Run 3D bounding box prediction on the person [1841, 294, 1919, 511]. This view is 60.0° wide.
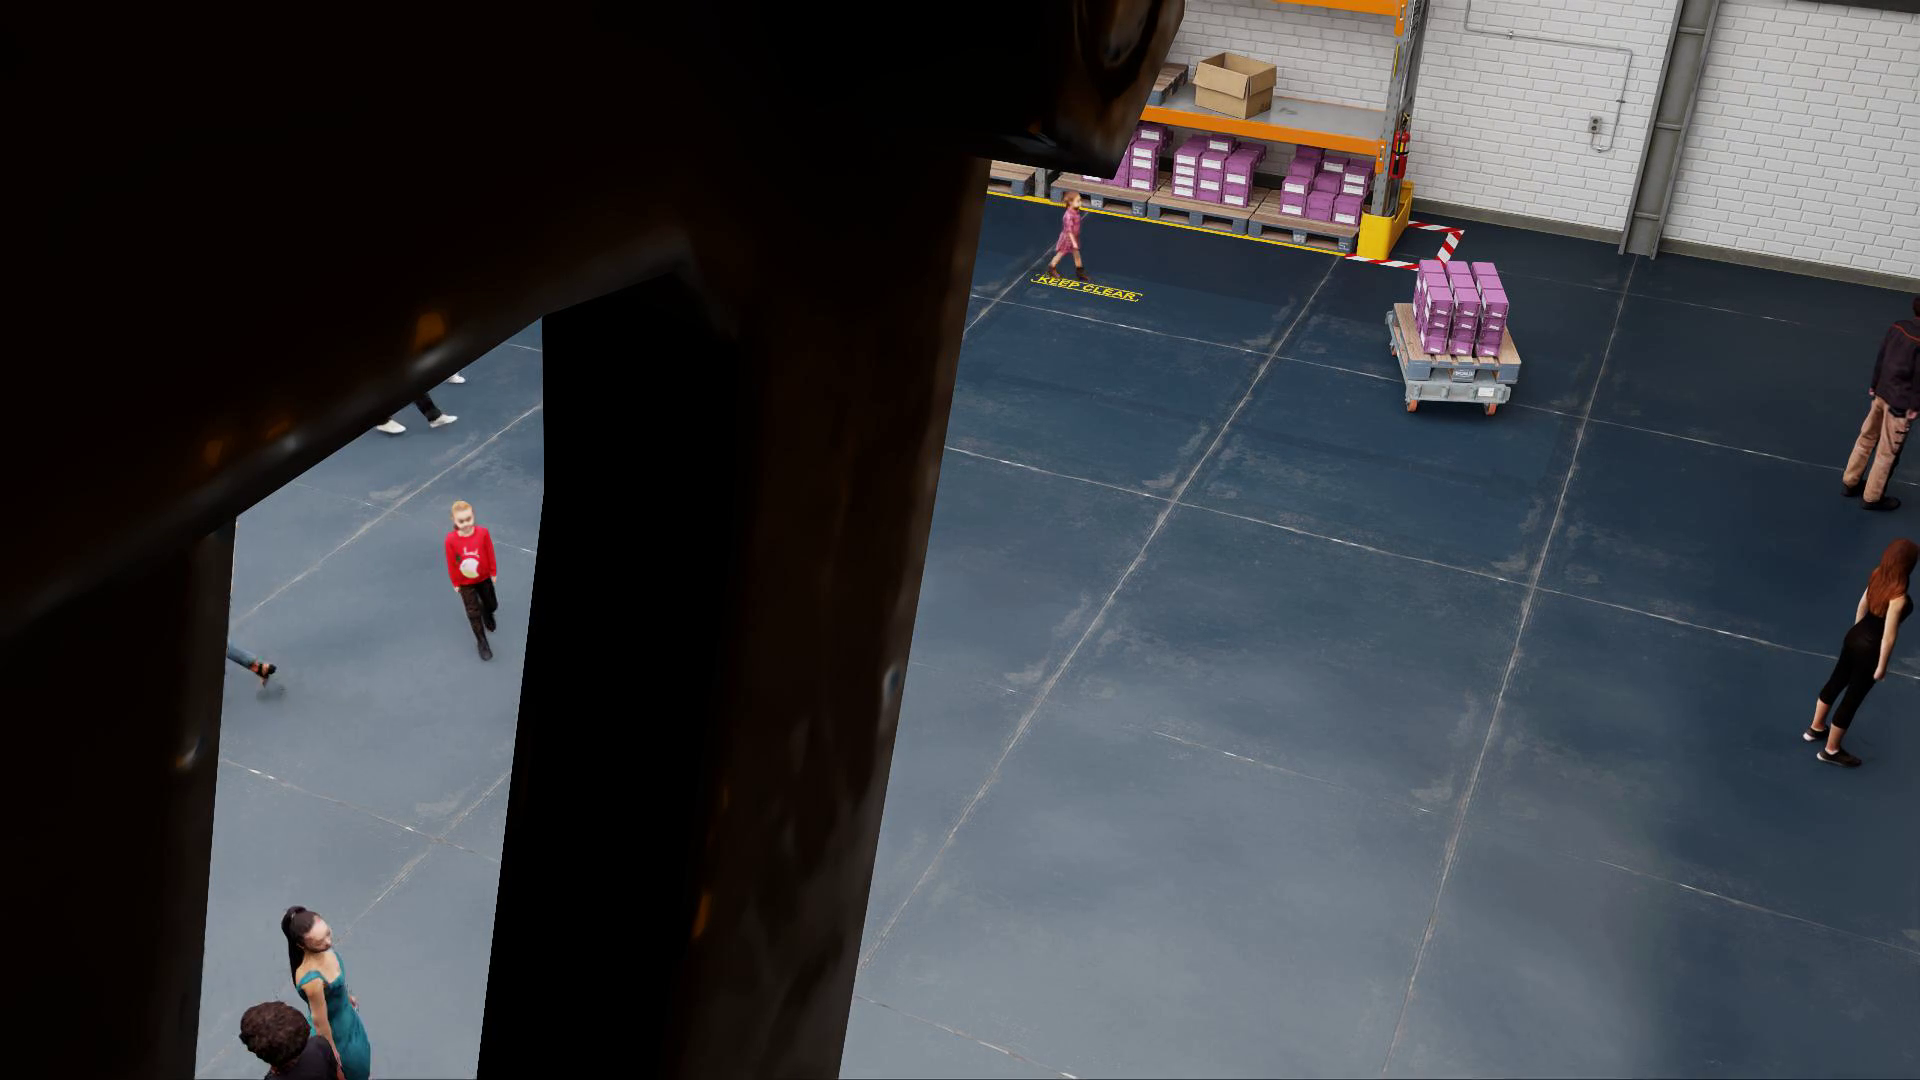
[{"bbox_3d":[7.750,-1.165,13.780,0.823,1.925,0.794,-7,34,-10],"label":"person"}]

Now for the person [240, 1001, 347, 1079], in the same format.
[{"bbox_3d":[-2.968,2.852,7.862,0.581,1.787,0.597,15,37,22],"label":"person"}]

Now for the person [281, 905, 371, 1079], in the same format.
[{"bbox_3d":[-3.265,2.513,8.474,0.895,1.673,0.833,-13,36,-19],"label":"person"}]

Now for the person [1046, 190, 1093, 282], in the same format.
[{"bbox_3d":[1.129,-3.249,17.735,0.727,1.019,0.439,15,37,22],"label":"person"}]

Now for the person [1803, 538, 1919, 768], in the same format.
[{"bbox_3d":[6.053,0.731,11.124,0.624,1.707,0.631,2,34,3],"label":"person"}]

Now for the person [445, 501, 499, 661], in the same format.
[{"bbox_3d":[-3.595,0.253,12.236,0.699,1.274,0.781,-16,37,-22],"label":"person"}]
